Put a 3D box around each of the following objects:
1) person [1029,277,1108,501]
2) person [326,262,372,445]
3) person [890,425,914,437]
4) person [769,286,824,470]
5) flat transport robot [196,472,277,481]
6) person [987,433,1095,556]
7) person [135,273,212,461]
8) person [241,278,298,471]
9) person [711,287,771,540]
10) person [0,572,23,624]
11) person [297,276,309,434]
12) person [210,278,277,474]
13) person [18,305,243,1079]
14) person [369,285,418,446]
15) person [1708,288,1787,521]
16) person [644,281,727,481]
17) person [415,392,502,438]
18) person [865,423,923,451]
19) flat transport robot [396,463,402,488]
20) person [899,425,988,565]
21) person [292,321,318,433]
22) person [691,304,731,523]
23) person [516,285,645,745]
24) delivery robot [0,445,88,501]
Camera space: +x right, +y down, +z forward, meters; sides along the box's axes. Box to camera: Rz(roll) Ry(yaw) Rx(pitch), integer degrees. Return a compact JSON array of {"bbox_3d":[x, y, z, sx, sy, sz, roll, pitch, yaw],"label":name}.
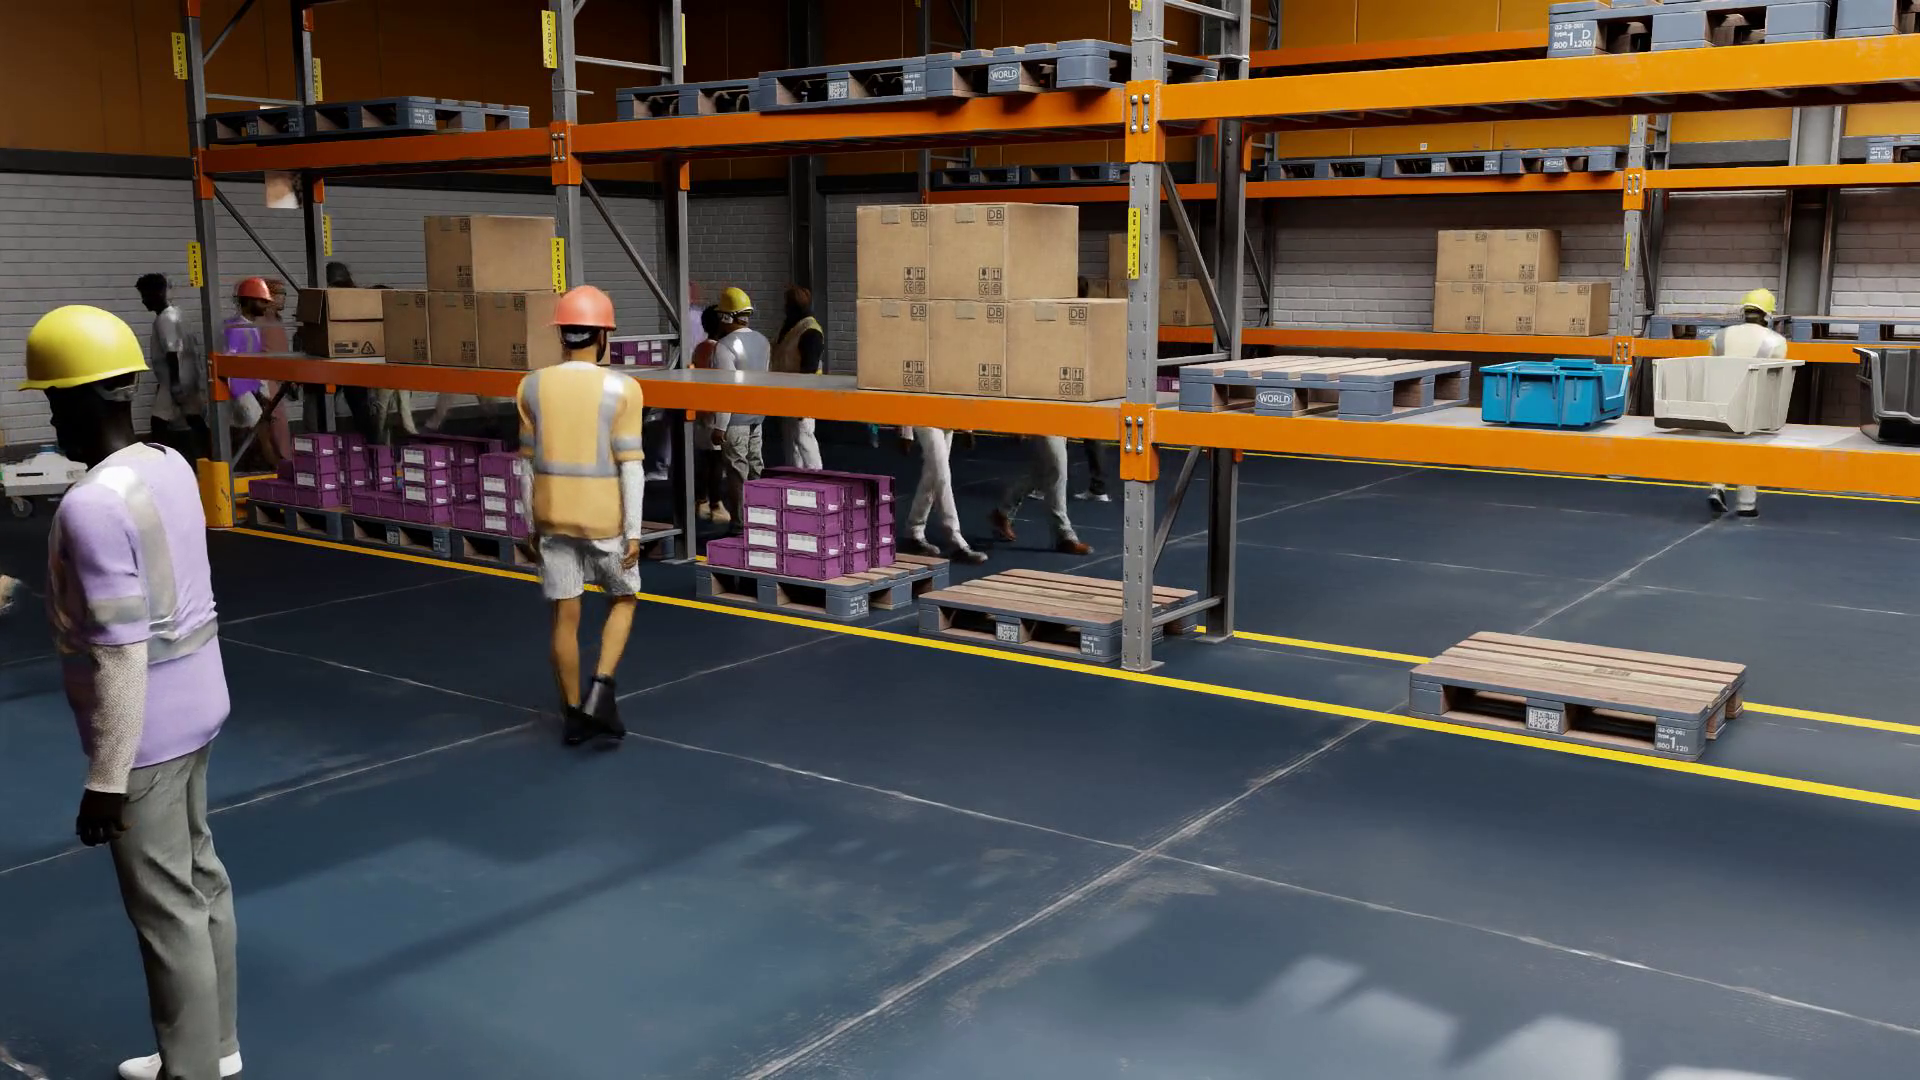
[{"bbox_3d":[0.885,-1.266,14.050,0.837,1.889,0.603,5,11,26],"label":"person"},{"bbox_3d":[-6.215,-1.776,16.617,0.692,2.000,0.698,7,12,36],"label":"person"},{"bbox_3d":[-0.702,-2.064,19.157,0.545,1.753,0.364,-6,11,-30],"label":"person"},{"bbox_3d":[-1.351,-1.180,13.765,0.430,1.814,0.692,-4,10,-24],"label":"person"},{"bbox_3d":[-6.292,-0.418,13.787,1.431,0.197,0.652,-4,10,-23],"label":"flat transport robot"},{"bbox_3d":[0.553,-0.870,11.653,0.944,1.908,0.643,8,12,38],"label":"person"},{"bbox_3d":[-7.104,-1.418,14.869,0.952,1.900,0.607,-1,10,-9],"label":"person"},{"bbox_3d":[-6.118,-1.403,14.909,0.879,1.865,0.660,-1,10,-5],"label":"person"},{"bbox_3d":[-1.588,-0.872,11.844,0.403,1.835,0.588,4,10,23],"label":"person"},{"bbox_3d":[-5.440,-0.393,9.035,0.684,1.825,0.527,3,10,16],"label":"person"},{"bbox_3d":[-6.701,-1.823,17.267,0.397,1.927,0.734,-5,11,-26],"label":"person"},{"bbox_3d":[-6.083,-1.284,14.174,0.969,1.885,0.551,-2,10,-11],"label":"person"},{"bbox_3d":[-1.891,0.432,3.813,0.383,1.924,0.589,-2,10,-10],"label":"person"},{"bbox_3d":[-5.246,-1.446,15.368,0.524,1.811,0.981,-9,13,-44],"label":"person"},{"bbox_3d":[6.106,-1.046,12.944,0.479,1.812,0.618,-8,13,-41],"label":"person"},{"bbox_3d":[-2.454,-1.446,15.220,0.997,1.864,0.660,2,10,14],"label":"person"},{"bbox_3d":[-5.714,-2.104,18.865,1.023,1.939,0.623,-7,12,-35],"label":"person"},{"bbox_3d":[-0.638,-1.812,17.782,0.871,1.729,0.533,6,11,32],"label":"person"},{"bbox_3d":[-5.005,-0.538,14.504,1.431,0.197,0.652,-7,12,-36],"label":"flat transport robot"},{"bbox_3d":[-0.128,-0.773,11.256,0.711,1.866,0.594,6,11,33],"label":"person"},{"bbox_3d":[-6.089,-1.414,15.735,0.530,1.609,0.459,5,11,27],"label":"person"},{"bbox_3d":[-1.903,-0.975,12.900,0.316,1.692,0.534,-6,11,-30],"label":"person"},{"bbox_3d":[-1.566,-0.087,6.927,0.559,1.924,0.447,1,10,6],"label":"person"},{"bbox_3d":[-7.267,-0.518,13.263,0.707,0.478,0.477,-5,10,-25],"label":"delivery robot"}]
